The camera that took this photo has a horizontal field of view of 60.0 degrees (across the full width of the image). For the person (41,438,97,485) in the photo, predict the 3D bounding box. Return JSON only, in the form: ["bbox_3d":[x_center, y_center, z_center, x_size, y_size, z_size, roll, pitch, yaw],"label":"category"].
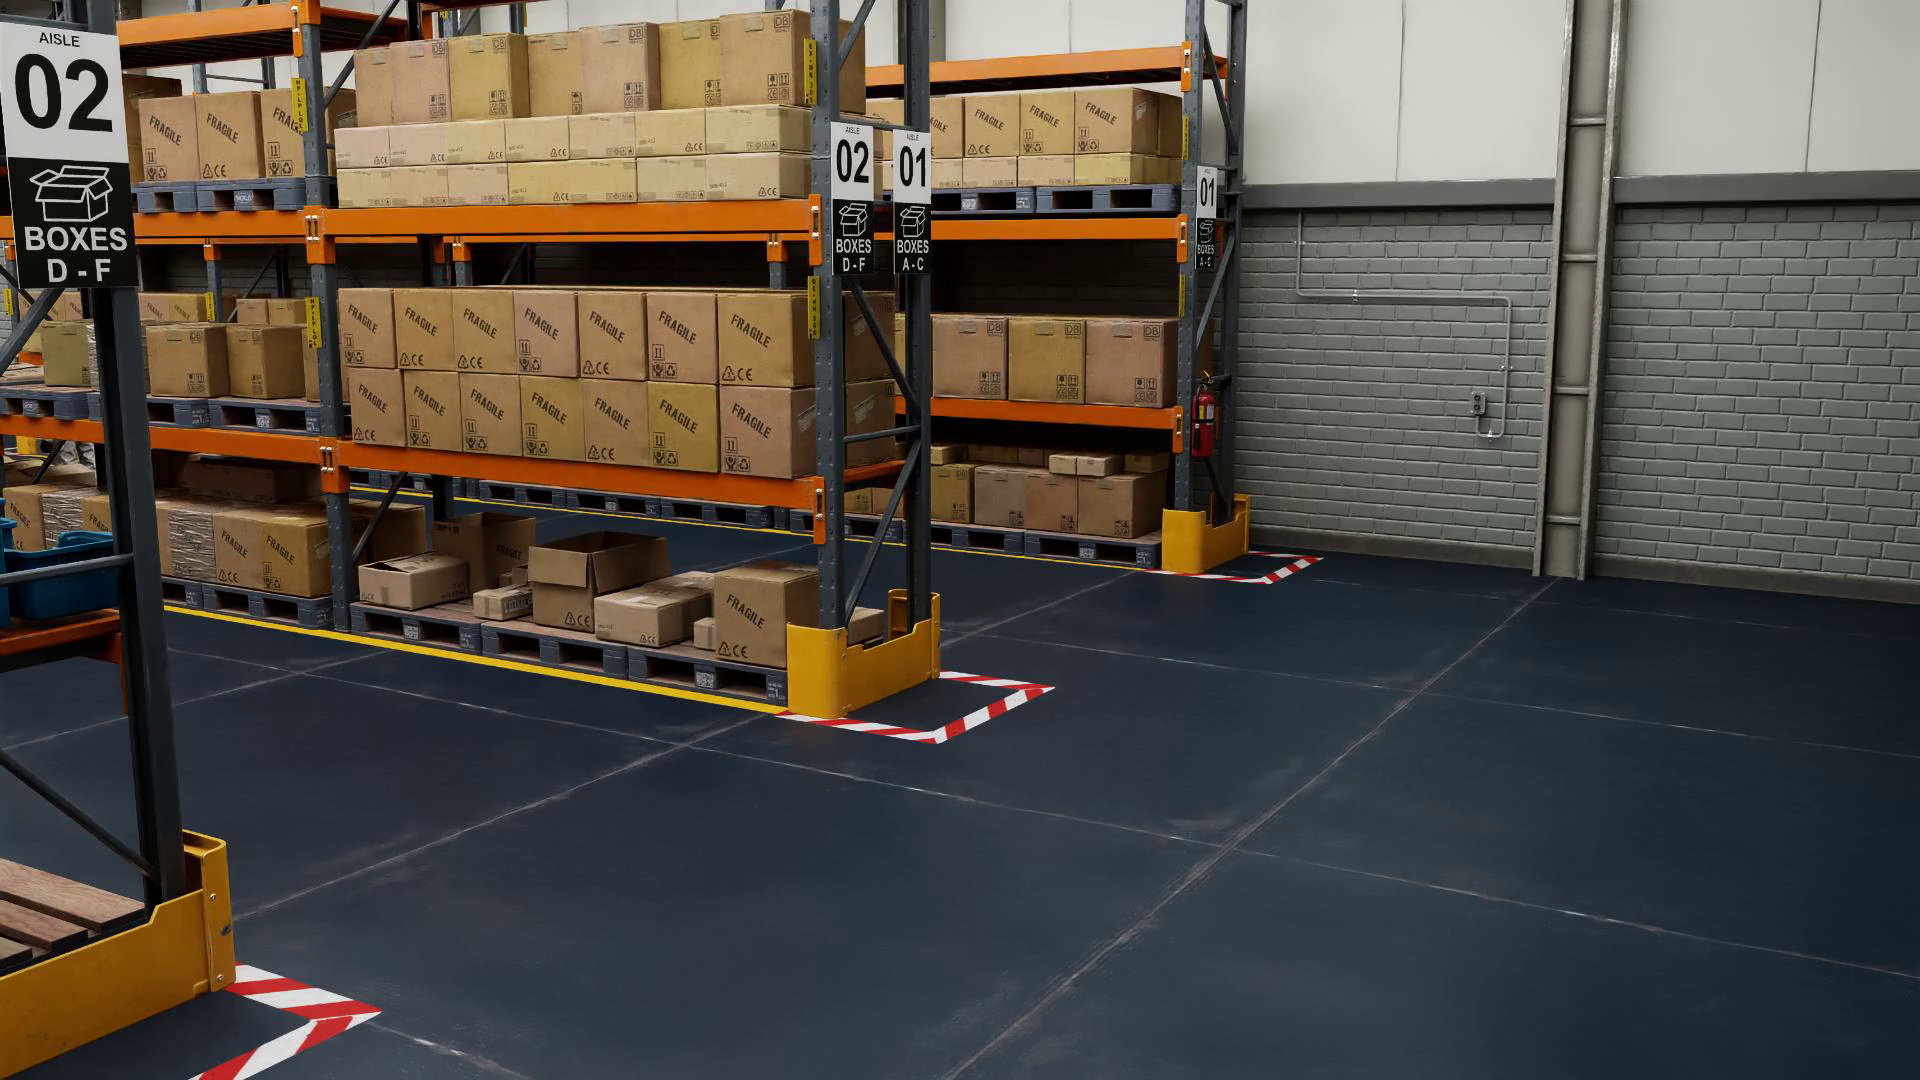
[{"bbox_3d":[-8.077,-0.976,15.120,0.356,1.883,0.574,6,11,30],"label":"person"}]

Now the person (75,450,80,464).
[{"bbox_3d":[-10.163,-1.520,19.028,0.288,1.634,0.499,0,10,0],"label":"person"}]
